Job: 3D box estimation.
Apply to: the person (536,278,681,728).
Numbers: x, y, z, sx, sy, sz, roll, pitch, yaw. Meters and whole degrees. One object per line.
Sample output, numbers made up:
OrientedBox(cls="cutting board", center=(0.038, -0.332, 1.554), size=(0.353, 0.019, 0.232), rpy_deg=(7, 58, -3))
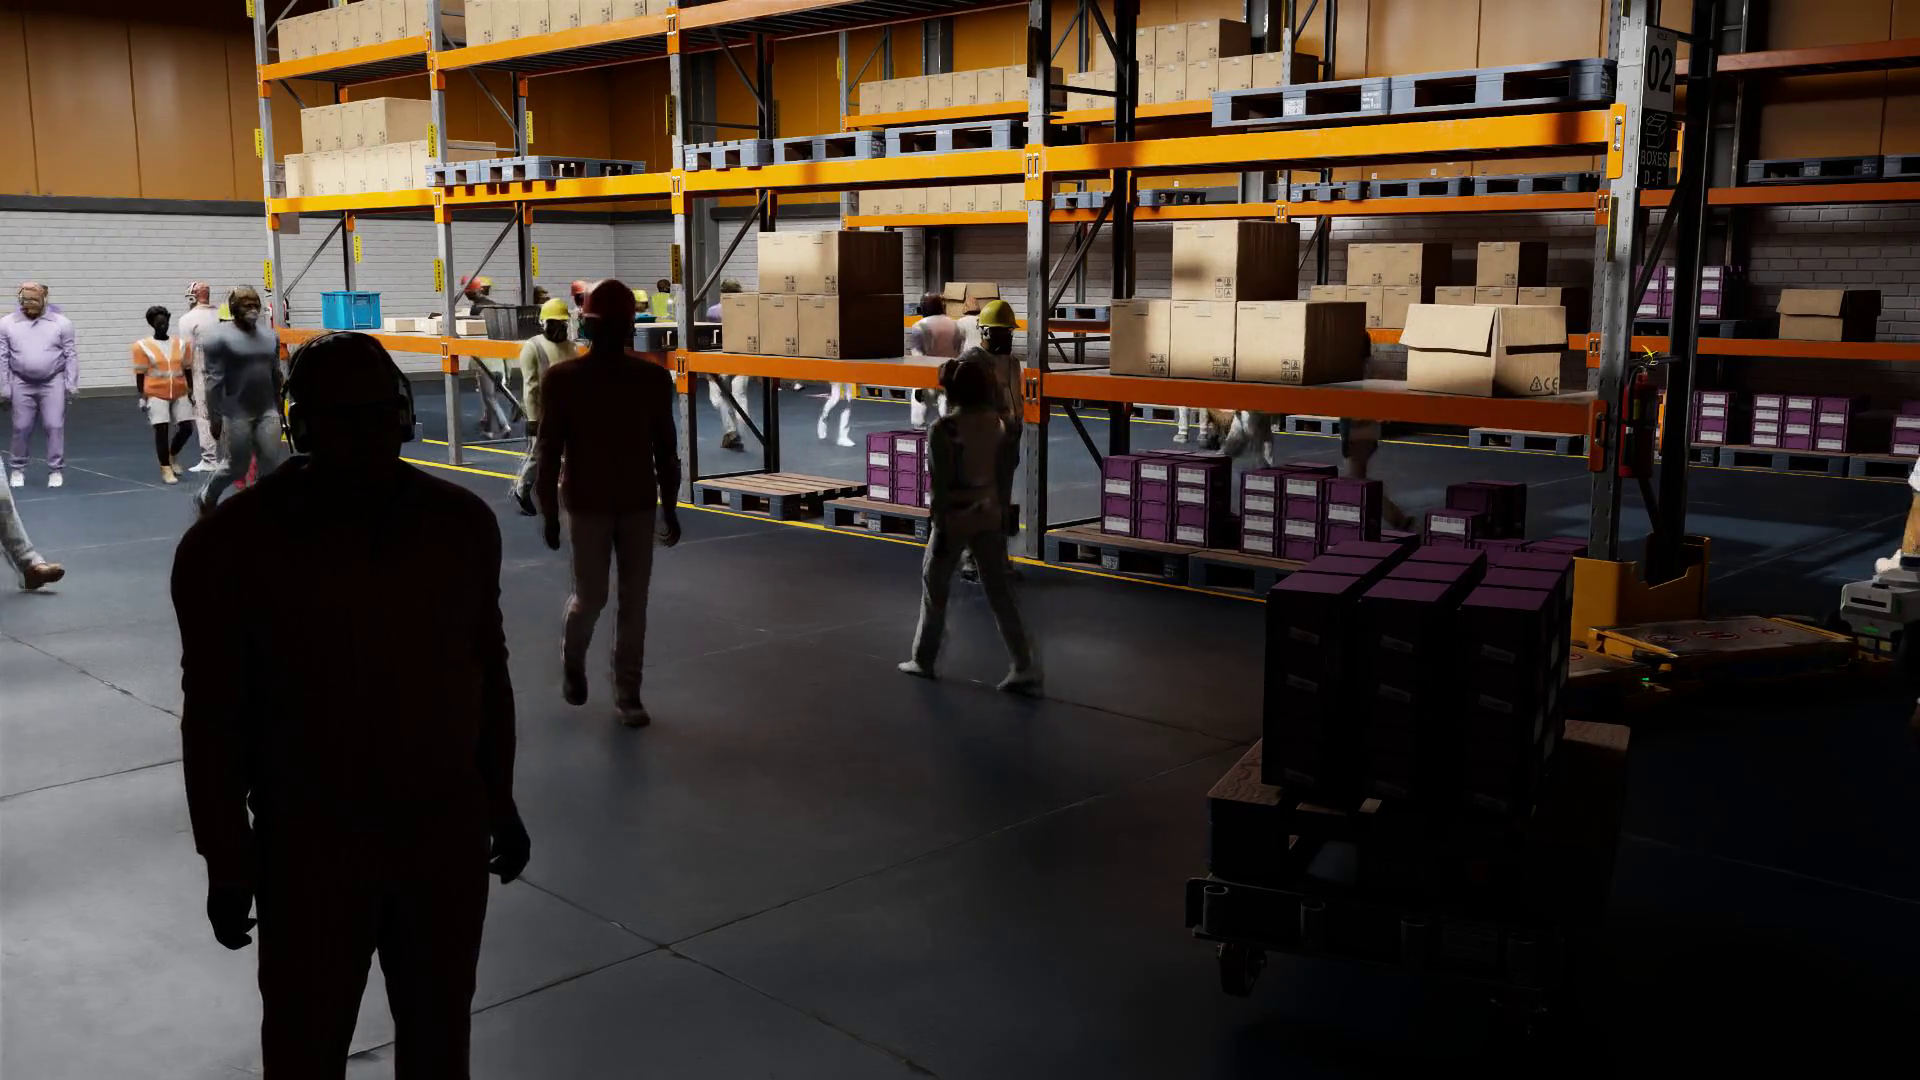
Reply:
OrientedBox(cls="person", center=(-1.557, -0.162, 7.383), size=(0.618, 1.982, 0.519), rpy_deg=(-5, 11, -30))

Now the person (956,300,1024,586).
OrientedBox(cls="person", center=(0.207, -0.618, 10.675), size=(0.403, 1.827, 0.588), rpy_deg=(8, 12, 40))

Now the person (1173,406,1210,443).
OrientedBox(cls="person", center=(2.711, -2.073, 19.403), size=(0.584, 1.882, 0.337), rpy_deg=(-2, 9, -12))

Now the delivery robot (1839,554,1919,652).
OrientedBox(cls="delivery robot", center=(4.866, 0.314, 8.541), size=(0.707, 0.478, 0.477), rpy_deg=(-5, 11, -30))

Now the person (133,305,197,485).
OrientedBox(cls="person", center=(-7.480, -1.363, 15.647), size=(0.549, 1.680, 0.407), rpy_deg=(-9, 13, -44))

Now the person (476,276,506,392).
OrientedBox(cls="person", center=(-7.661, -3.341, 27.110), size=(0.681, 1.904, 0.596), rpy_deg=(4, 10, 22))

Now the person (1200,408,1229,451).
OrientedBox(cls="person", center=(2.850, -1.881, 18.194), size=(0.573, 1.908, 0.784), rpy_deg=(-5, 11, -28))

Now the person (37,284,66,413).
OrientedBox(cls="person", center=(-12.994, -2.699, 23.466), size=(0.855, 1.816, 0.564), rpy_deg=(3, 10, 20))

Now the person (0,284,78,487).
OrientedBox(cls="person", center=(-8.559, -1.422, 15.447), size=(0.686, 1.878, 0.468), rpy_deg=(-4, 10, -25))

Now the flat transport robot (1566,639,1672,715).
OrientedBox(cls="flat transport robot", center=(2.482, 0.658, 7.589), size=(1.431, 0.197, 0.652), rpy_deg=(-5, 10, -26))

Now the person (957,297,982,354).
OrientedBox(cls="person", center=(0.182, -2.575, 23.274), size=(0.497, 1.629, 0.277), rpy_deg=(-4, 10, -22))

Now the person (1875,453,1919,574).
OrientedBox(cls="person", center=(6.220, -0.640, 10.334), size=(0.627, 1.995, 1.076), rpy_deg=(-1, 9, -7))

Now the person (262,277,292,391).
OrientedBox(cls="person", center=(-11.258, -3.455, 27.388), size=(0.377, 2.045, 0.605), rpy_deg=(3, 10, 18))

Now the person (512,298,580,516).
OrientedBox(cls="person", center=(-3.303, -1.048, 13.402), size=(0.881, 1.806, 0.592), rpy_deg=(8, 12, 39))

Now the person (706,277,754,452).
OrientedBox(cls="person", center=(-2.530, -1.936, 18.423), size=(0.660, 1.924, 0.444), rpy_deg=(-6, 11, -33))

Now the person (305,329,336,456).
OrientedBox(cls="person", center=(-4.359, -0.674, 11.694), size=(0.826, 1.587, 0.525), rpy_deg=(4, 10, 25))

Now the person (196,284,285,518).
OrientedBox(cls="person", center=(-5.380, -0.946, 12.429), size=(0.767, 1.918, 0.637), rpy_deg=(5, 11, 29))

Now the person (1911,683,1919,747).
OrientedBox(cls="person", center=(2.721, 0.400, 4.139), size=(0.561, 1.918, 0.705), rpy_deg=(3, 10, 17))

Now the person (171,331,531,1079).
OrientedBox(cls="person", center=(-1.128, 0.557, 3.210), size=(0.654, 1.906, 0.408), rpy_deg=(-9, 13, -42))

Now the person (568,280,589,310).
OrientedBox(cls="person", center=(-4.626, -2.262, 20.569), size=(0.554, 1.895, 1.001), rpy_deg=(-6, 11, -34))

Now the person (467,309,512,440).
OrientedBox(cls="person", center=(-5.503, -1.971, 19.616), size=(0.789, 1.604, 0.498), rpy_deg=(7, 12, 39))

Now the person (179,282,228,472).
OrientedBox(cls="person", center=(-7.561, -1.632, 16.685), size=(0.397, 1.898, 0.644), rpy_deg=(3, 10, 18))

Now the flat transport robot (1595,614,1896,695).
OrientedBox(cls="flat transport robot", center=(3.795, 0.555, 8.220), size=(1.431, 0.197, 0.652), rpy_deg=(-3, 10, -16))

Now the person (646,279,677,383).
OrientedBox(cls="person", center=(-5.224, -3.683, 29.416), size=(0.624, 1.841, 0.430), rpy_deg=(2, 9, 13))

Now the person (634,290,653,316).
OrientedBox(cls="person", center=(-4.606, -2.730, 23.893), size=(0.651, 1.725, 0.492), rpy_deg=(6, 11, 32))

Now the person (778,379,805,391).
OrientedBox(cls="person", center=(-2.879, -3.373, 27.408), size=(0.615, 1.867, 0.964), rpy_deg=(-9, 13, -43))

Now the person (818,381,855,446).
OrientedBox(cls="person", center=(-1.386, -2.001, 19.071), size=(0.546, 1.848, 0.515), rpy_deg=(-6, 11, -33))

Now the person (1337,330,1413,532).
OrientedBox(cls="person", center=(2.965, -0.732, 12.023), size=(0.682, 1.618, 0.528), rpy_deg=(7, 12, 37))

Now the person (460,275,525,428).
OrientedBox(cls="person", center=(-5.937, -2.368, 21.003), size=(0.633, 1.951, 0.695), rpy_deg=(2, 9, 12))

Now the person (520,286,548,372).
OrientedBox(cls="person", center=(-5.012, -2.158, 20.143), size=(0.703, 1.817, 0.539), rpy_deg=(3, 10, 16))

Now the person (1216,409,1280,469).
OrientedBox(cls="person", center=(2.357, -1.117, 13.587), size=(1.063, 1.880, 0.632), rpy_deg=(6, 11, 31))

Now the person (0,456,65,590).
OrientedBox(cls="person", center=(-6.079, -0.540, 10.262), size=(0.942, 1.795, 0.627), rpy_deg=(2, 10, 13))

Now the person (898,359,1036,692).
OrientedBox(cls="person", center=(0.055, -0.071, 8.001), size=(0.529, 1.597, 0.844), rpy_deg=(-8, 12, -42))

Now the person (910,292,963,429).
OrientedBox(cls="person", center=(-0.212, -1.575, 16.612), size=(0.637, 1.802, 0.934), rpy_deg=(-7, 12, -36))

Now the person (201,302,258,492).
OrientedBox(cls="person", center=(-6.235, -1.181, 14.350), size=(0.553, 1.733, 0.784), rpy_deg=(-4, 10, -22))
